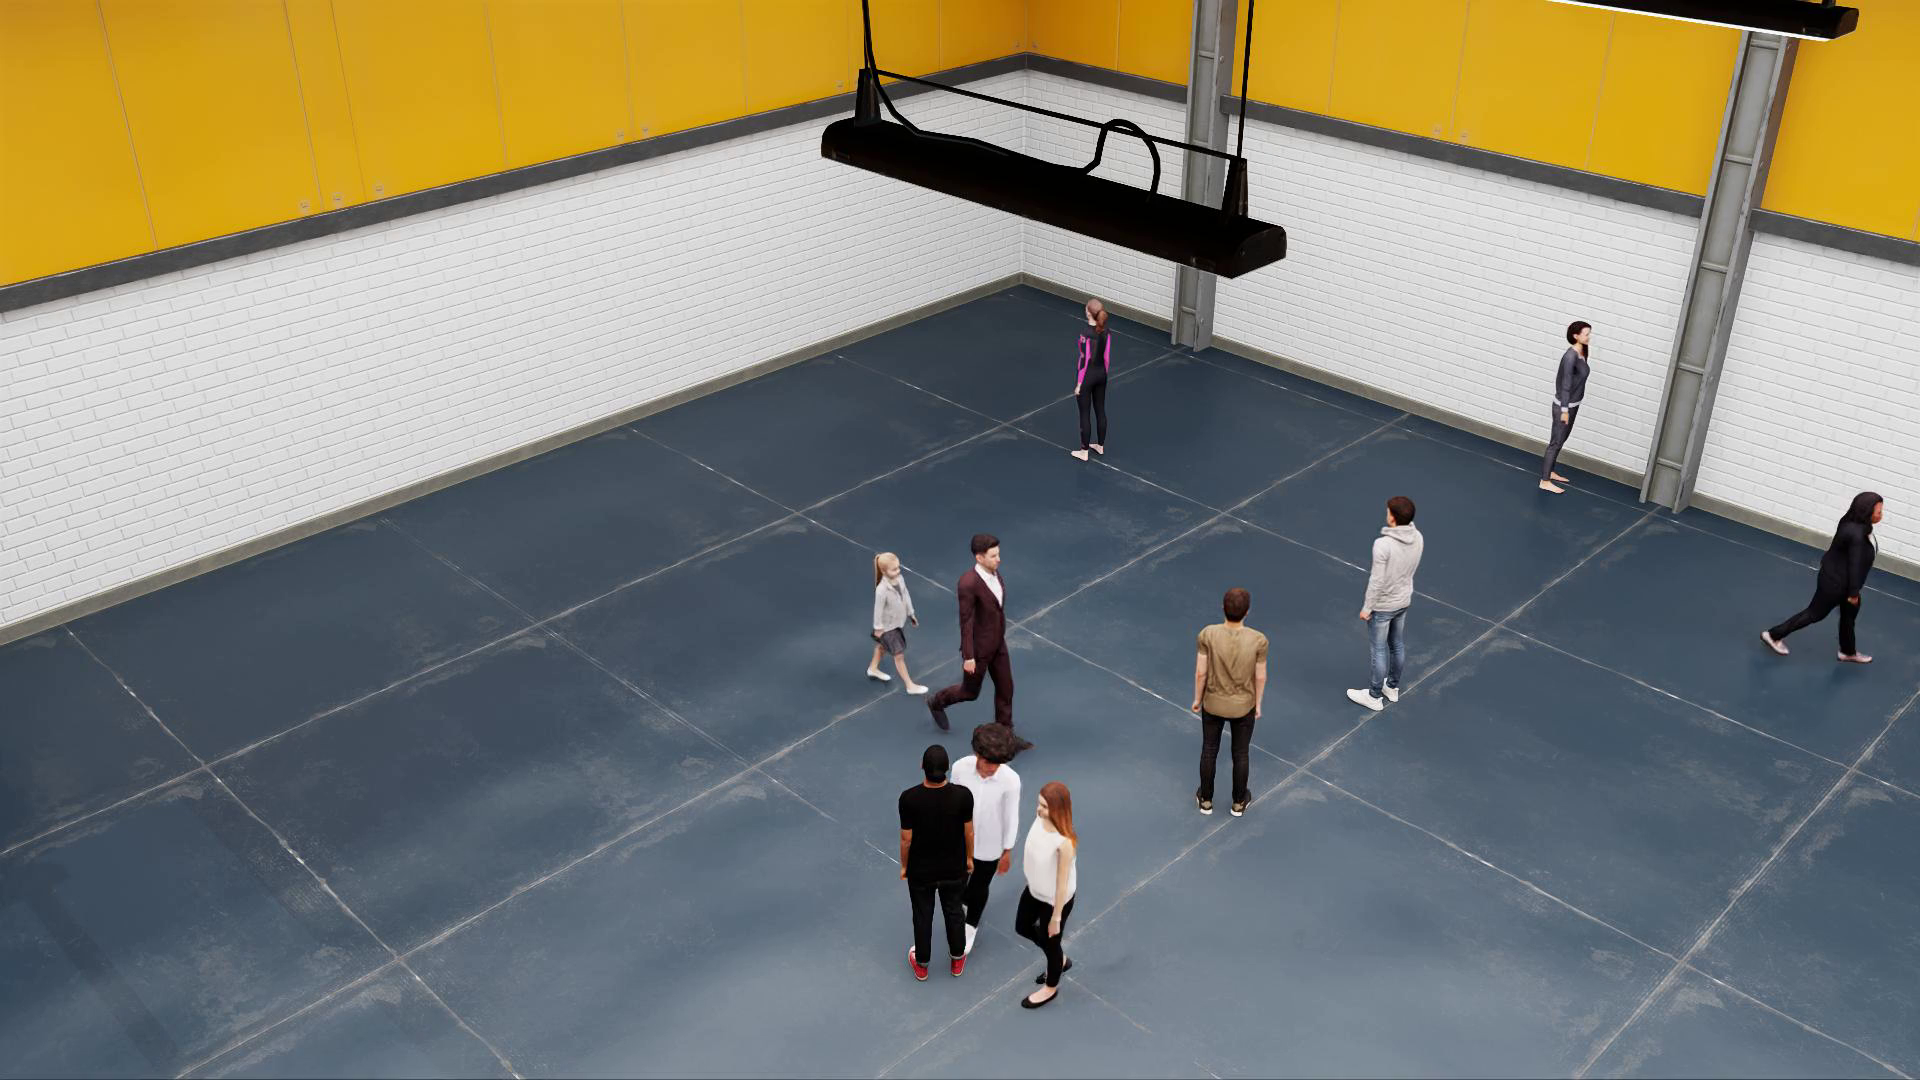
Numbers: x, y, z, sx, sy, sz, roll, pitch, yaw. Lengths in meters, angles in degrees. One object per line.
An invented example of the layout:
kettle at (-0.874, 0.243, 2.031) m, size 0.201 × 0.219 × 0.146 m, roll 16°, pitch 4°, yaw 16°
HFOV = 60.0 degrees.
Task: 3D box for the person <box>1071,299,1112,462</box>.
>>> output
person at (1.373, -1.675, 17.274) m, size 0.585 × 1.752 × 0.605 m, roll -20°, pitch 34°, yaw -31°

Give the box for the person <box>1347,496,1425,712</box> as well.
person at (3.414, 0.494, 13.192) m, size 0.688 × 1.853 × 0.596 m, roll -21°, pitch 35°, yaw -33°

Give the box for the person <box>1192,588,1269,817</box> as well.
person at (1.928, 1.168, 11.959) m, size 0.698 × 1.851 × 0.811 m, roll 6°, pitch 29°, yaw 12°

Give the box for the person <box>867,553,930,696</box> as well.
person at (-0.614, 0.653, 13.536) m, size 0.910 × 1.245 × 0.667 m, roll 14°, pitch 32°, yaw 24°

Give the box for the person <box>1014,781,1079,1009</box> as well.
person at (0.615, 2.165, 10.274) m, size 0.775 × 1.714 × 0.681 m, roll -12°, pitch 31°, yaw -20°

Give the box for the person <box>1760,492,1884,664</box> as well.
person at (7.187, 0.330, 13.779) m, size 1.196 × 1.579 × 0.891 m, roll 13°, pitch 31°, yaw 22°

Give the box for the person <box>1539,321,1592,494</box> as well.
person at (6.076, -1.360, 16.681) m, size 0.616 × 1.767 × 0.668 m, roll 15°, pitch 32°, yaw 25°

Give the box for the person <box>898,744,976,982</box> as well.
person at (-0.147, 2.028, 10.478) m, size 0.727 × 1.758 × 0.760 m, roll -4°, pitch 29°, yaw -7°

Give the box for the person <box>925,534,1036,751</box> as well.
person at (0.110, 0.768, 12.706) m, size 1.236 × 1.837 × 0.891 m, roll 16°, pitch 32°, yaw 26°

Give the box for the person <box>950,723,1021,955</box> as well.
person at (0.150, 1.873, 10.732) m, size 0.794 × 1.788 × 0.886 m, roll 12°, pitch 31°, yaw 21°
